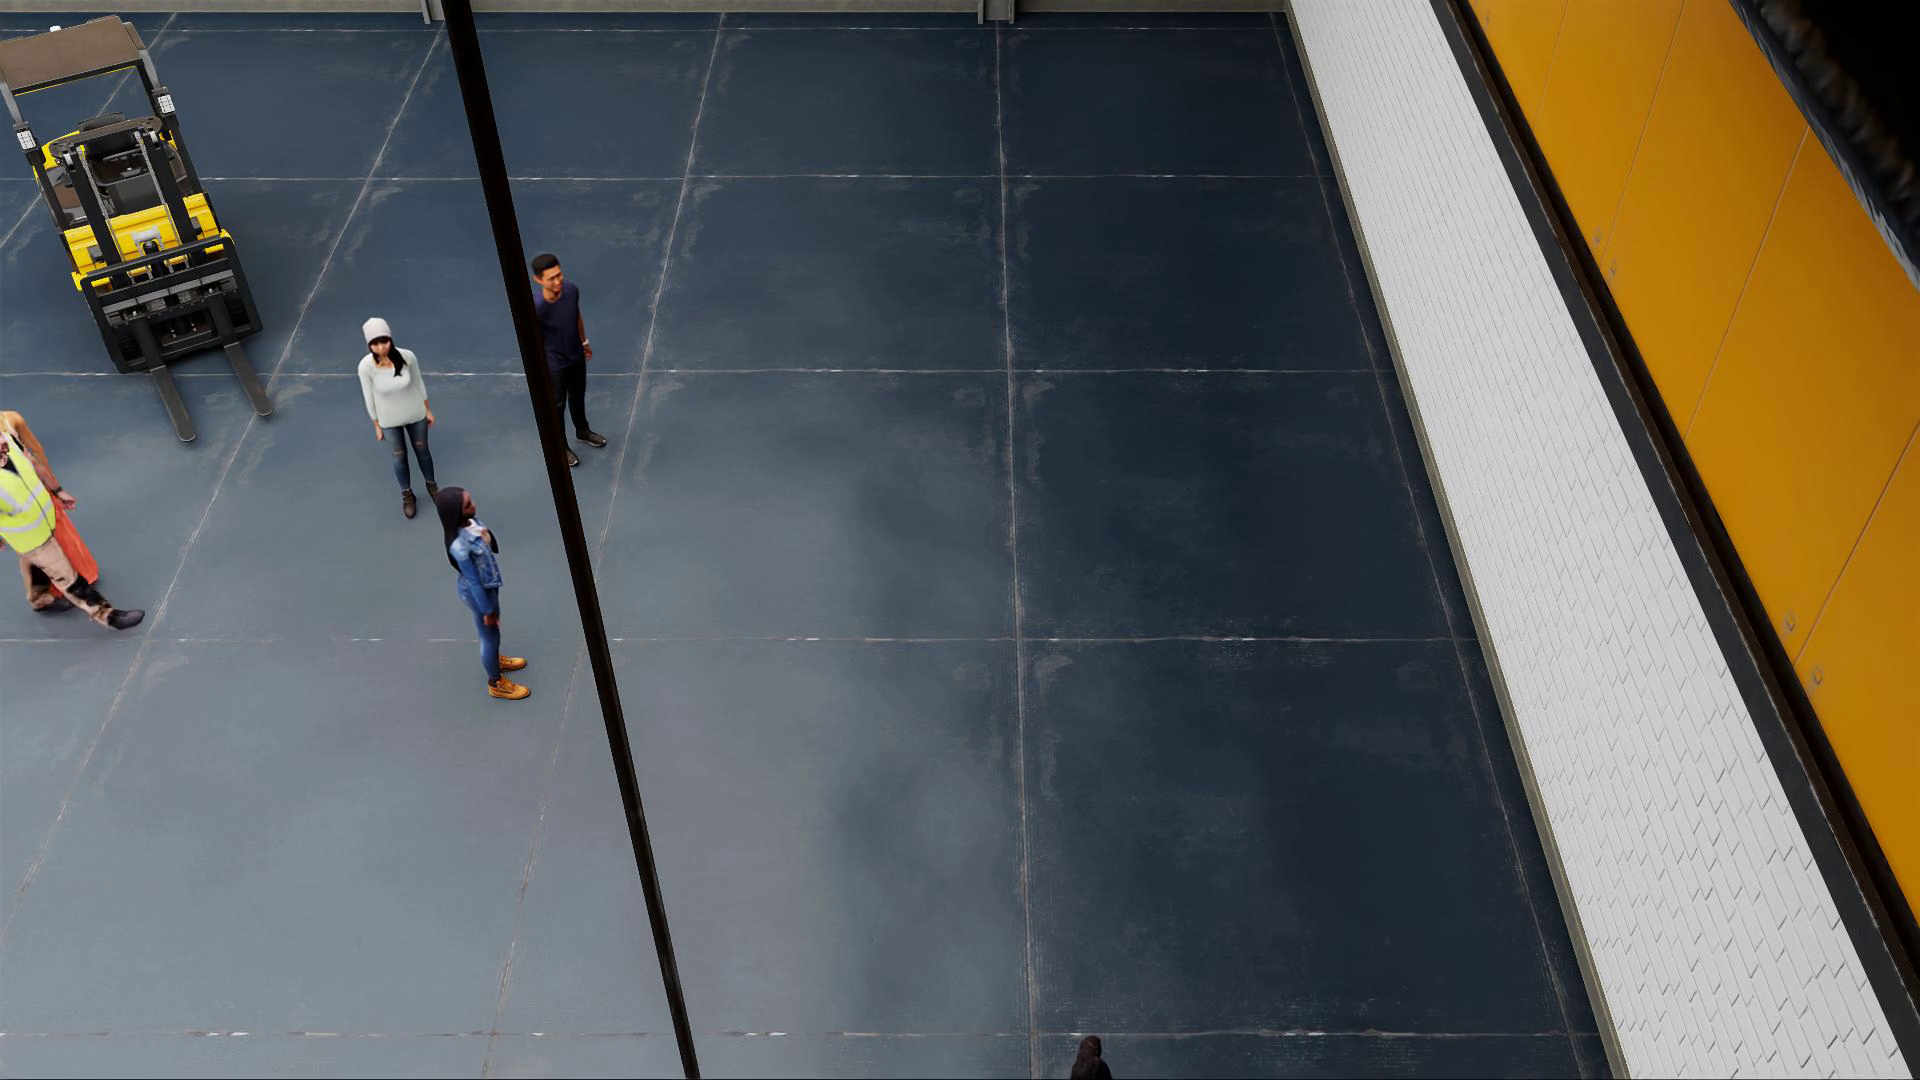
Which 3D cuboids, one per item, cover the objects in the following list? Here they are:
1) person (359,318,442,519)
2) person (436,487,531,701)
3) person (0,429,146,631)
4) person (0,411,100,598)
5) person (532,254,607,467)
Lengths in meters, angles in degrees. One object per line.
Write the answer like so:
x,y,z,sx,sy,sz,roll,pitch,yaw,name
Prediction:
-3.998,-0.894,11.899,0.579,1.644,0.702,-19,47,-19,person
-3.054,0.319,10.575,0.596,1.713,0.656,-10,44,-10,person
-6.199,-0.100,10.962,1.135,1.787,0.704,1,44,1,person
-6.331,-0.327,11.189,0.683,1.801,0.785,-21,47,-21,person
-2.941,-1.366,12.287,0.738,1.790,0.720,27,50,26,person
